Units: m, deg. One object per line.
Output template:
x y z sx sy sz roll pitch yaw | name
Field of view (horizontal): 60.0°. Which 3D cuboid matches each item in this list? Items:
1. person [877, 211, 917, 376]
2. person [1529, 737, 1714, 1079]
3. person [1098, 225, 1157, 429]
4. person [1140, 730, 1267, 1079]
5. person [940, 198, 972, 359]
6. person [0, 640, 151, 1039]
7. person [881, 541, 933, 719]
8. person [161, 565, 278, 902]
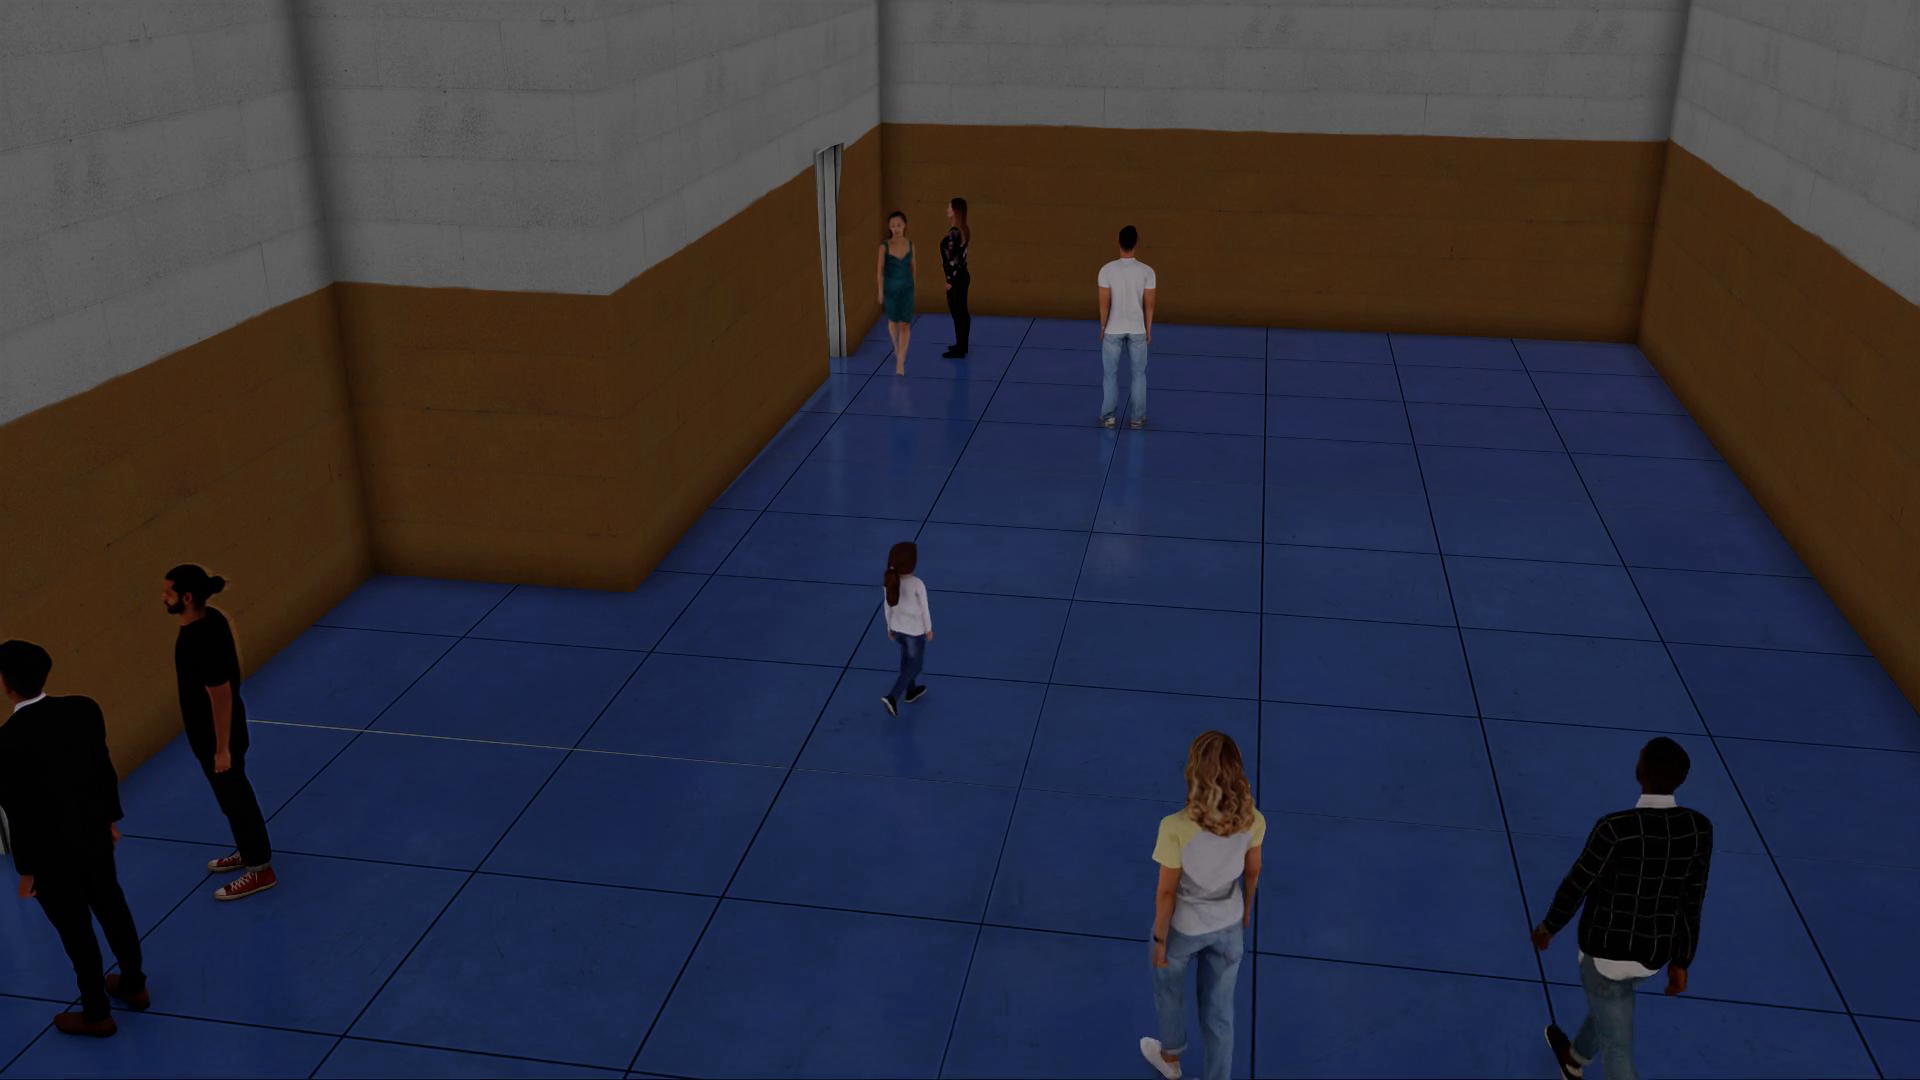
-0.622 -2.523 17.003 1.108 1.626 0.817 -3 22 -7 | person
2.603 1.655 6.405 1.227 1.776 1.031 -4 22 -9 | person
1.520 -1.952 15.259 0.546 1.867 0.760 1 22 2 | person
1.007 1.601 6.614 0.864 1.705 0.889 -6 23 -15 | person
-0.022 -2.769 17.539 0.531 1.682 0.589 6 23 15 | person
-3.847 1.289 7.171 0.634 1.883 0.740 9 23 20 | person
-0.340 0.543 10.080 0.736 1.099 0.688 15 26 32 | person
-3.664 0.934 8.224 0.743 1.757 0.709 -11 25 -26 | person
